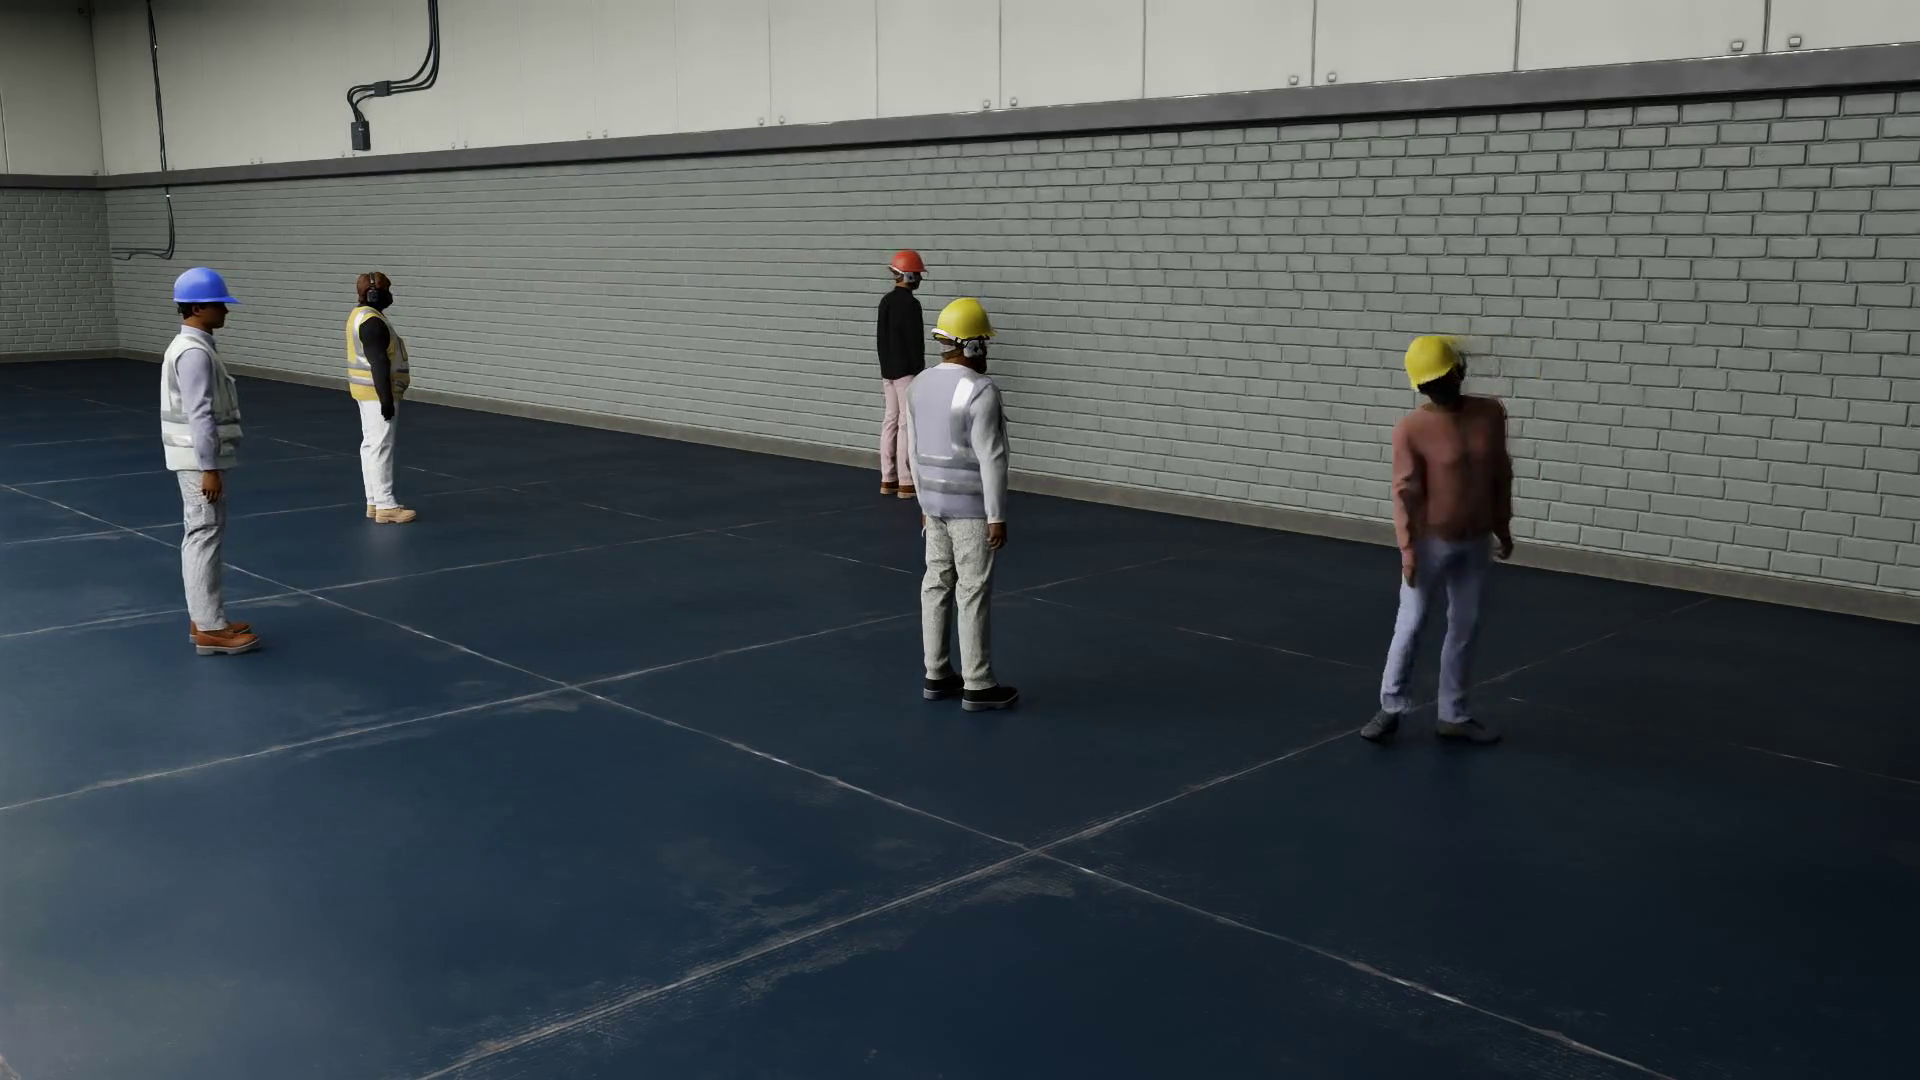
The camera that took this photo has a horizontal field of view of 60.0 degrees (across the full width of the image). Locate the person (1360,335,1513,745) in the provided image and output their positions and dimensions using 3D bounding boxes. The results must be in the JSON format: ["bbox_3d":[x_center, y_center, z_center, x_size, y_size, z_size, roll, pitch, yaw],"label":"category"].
[{"bbox_3d":[1.992,0.015,6.852,0.622,1.719,0.333,-4,11,-21],"label":"person"}]

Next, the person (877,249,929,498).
[{"bbox_3d":[-0.443,-1.353,13.528,0.397,1.992,0.623,-6,12,-30],"label":"person"}]

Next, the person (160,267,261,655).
[{"bbox_3d":[-3.849,-0.408,8.505,0.405,1.948,0.605,-5,12,-26],"label":"person"}]

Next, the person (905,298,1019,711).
[{"bbox_3d":[0.019,-0.163,7.486,0.403,1.833,0.586,-9,14,-40],"label":"person"}]

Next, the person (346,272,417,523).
[{"bbox_3d":[-4.314,-1.066,12.385,0.429,1.844,0.626,-6,12,-29],"label":"person"}]
